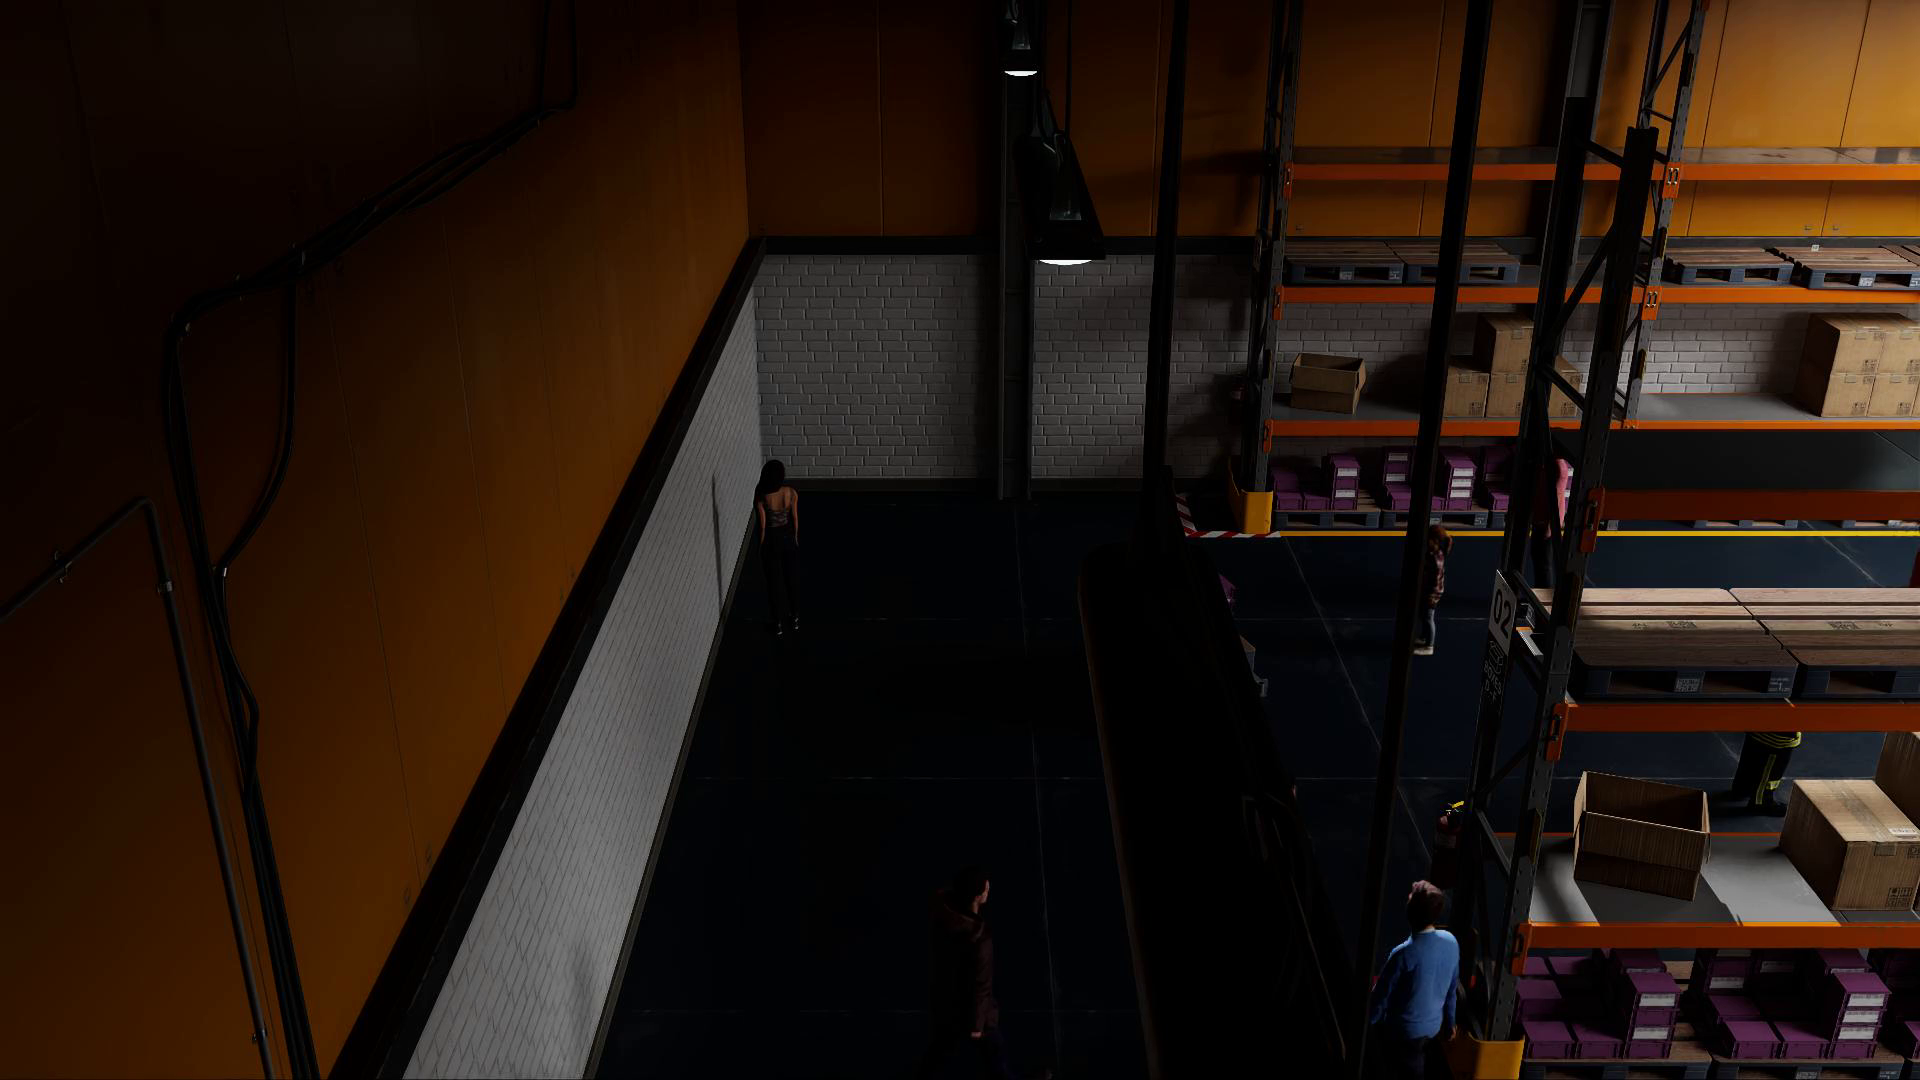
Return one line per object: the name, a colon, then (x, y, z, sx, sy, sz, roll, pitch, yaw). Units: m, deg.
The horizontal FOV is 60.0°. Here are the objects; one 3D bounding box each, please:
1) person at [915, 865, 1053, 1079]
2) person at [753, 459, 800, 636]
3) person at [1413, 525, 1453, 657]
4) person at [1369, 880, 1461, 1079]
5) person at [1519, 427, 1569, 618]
person: (-0.066, 2.778, 9.882, 1.299, 1.792, 1.113, -12, 26, -26)
person: (-1.756, 0.057, 16.134, 0.635, 1.770, 0.747, -13, 27, -28)
person: (4.464, 0.466, 15.778, 0.520, 1.305, 0.545, 2, 24, 5)
person: (2.698, 2.884, 9.682, 1.275, 1.758, 1.220, -15, 28, -31)
person: (5.824, -0.187, 16.458, 0.552, 1.958, 0.628, 1, 24, 2)
